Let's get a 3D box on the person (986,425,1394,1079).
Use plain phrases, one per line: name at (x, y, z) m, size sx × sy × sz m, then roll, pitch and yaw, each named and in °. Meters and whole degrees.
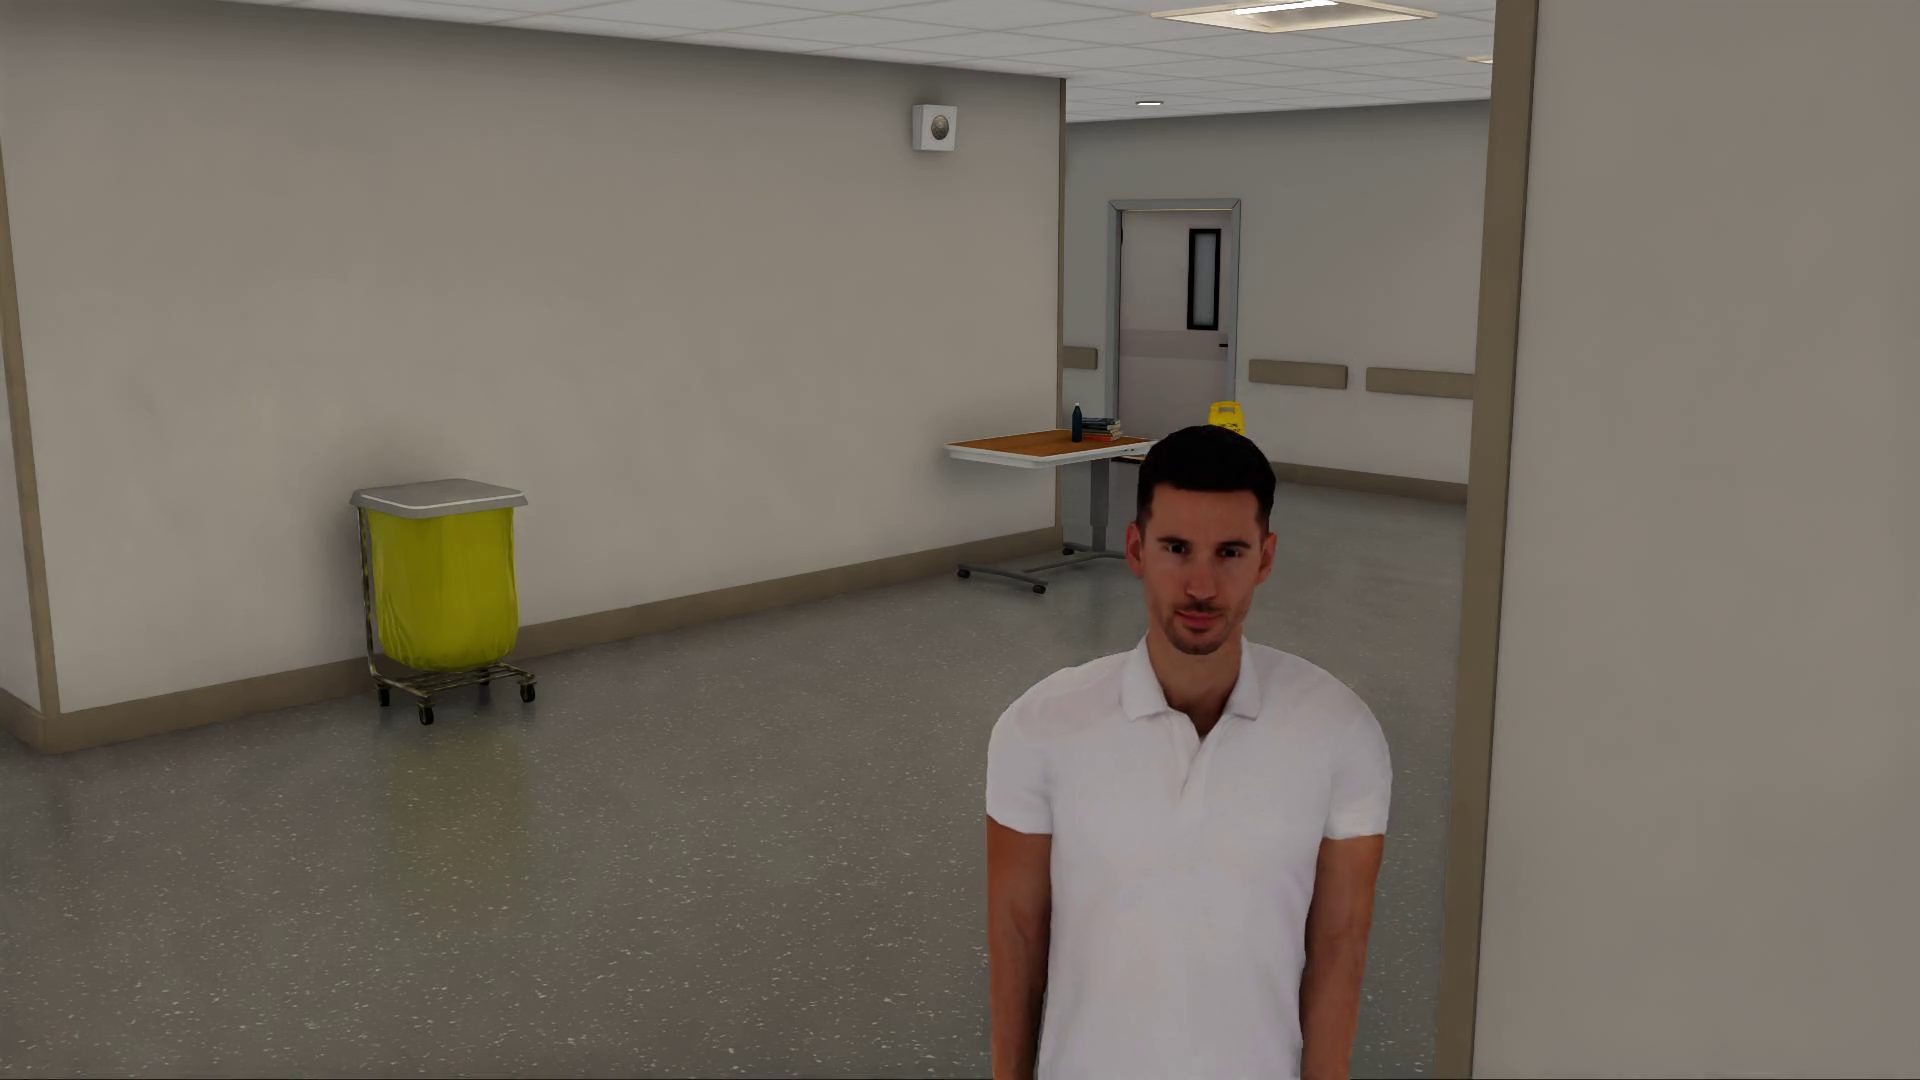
person at (0.301, 0.752, 2.304) m, size 0.799 × 1.848 × 0.870 m, roll 1°, pitch 11°, yaw 7°
